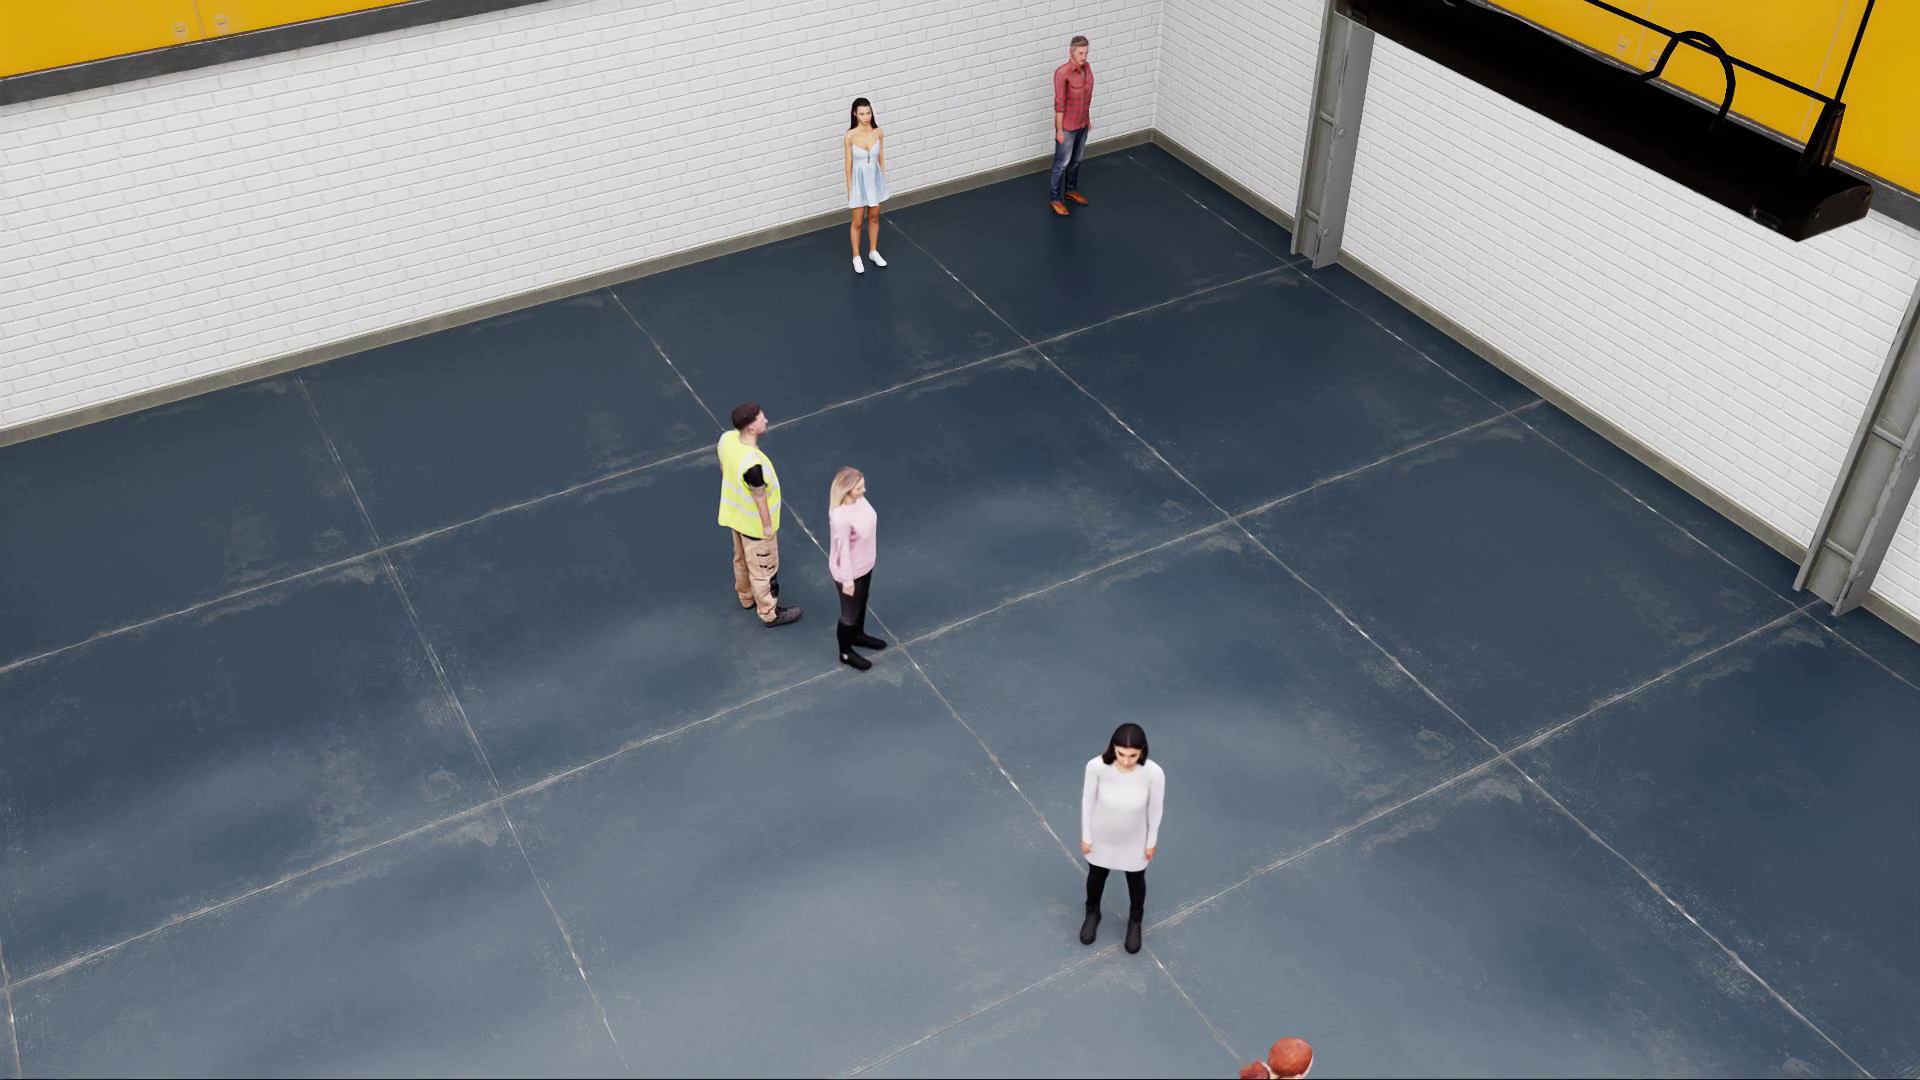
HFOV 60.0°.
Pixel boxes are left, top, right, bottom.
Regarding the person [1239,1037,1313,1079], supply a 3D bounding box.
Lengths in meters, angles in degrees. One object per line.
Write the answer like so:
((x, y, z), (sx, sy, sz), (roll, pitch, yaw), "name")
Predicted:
((1.465, 2.947, 7.915), (0.638, 1.788, 0.535), (-17, 42, -20), "person")

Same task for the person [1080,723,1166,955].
((0.923, 1.674, 9.496), (0.673, 1.803, 0.725), (9, 39, 11), "person")

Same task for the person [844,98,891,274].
((-0.909, -3.416, 15.928), (0.581, 1.731, 0.517), (-19, 42, -22), "person")

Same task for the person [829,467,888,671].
((-0.758, 0.171, 11.473), (0.746, 1.685, 0.691), (11, 40, 13), "person")

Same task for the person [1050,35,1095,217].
((1.129, -4.241, 16.881), (0.674, 1.831, 0.749), (29, 47, 31), "person")

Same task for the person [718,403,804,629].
((-1.457, -0.192, 11.799), (0.767, 1.845, 0.642), (-23, 44, -26), "person")
